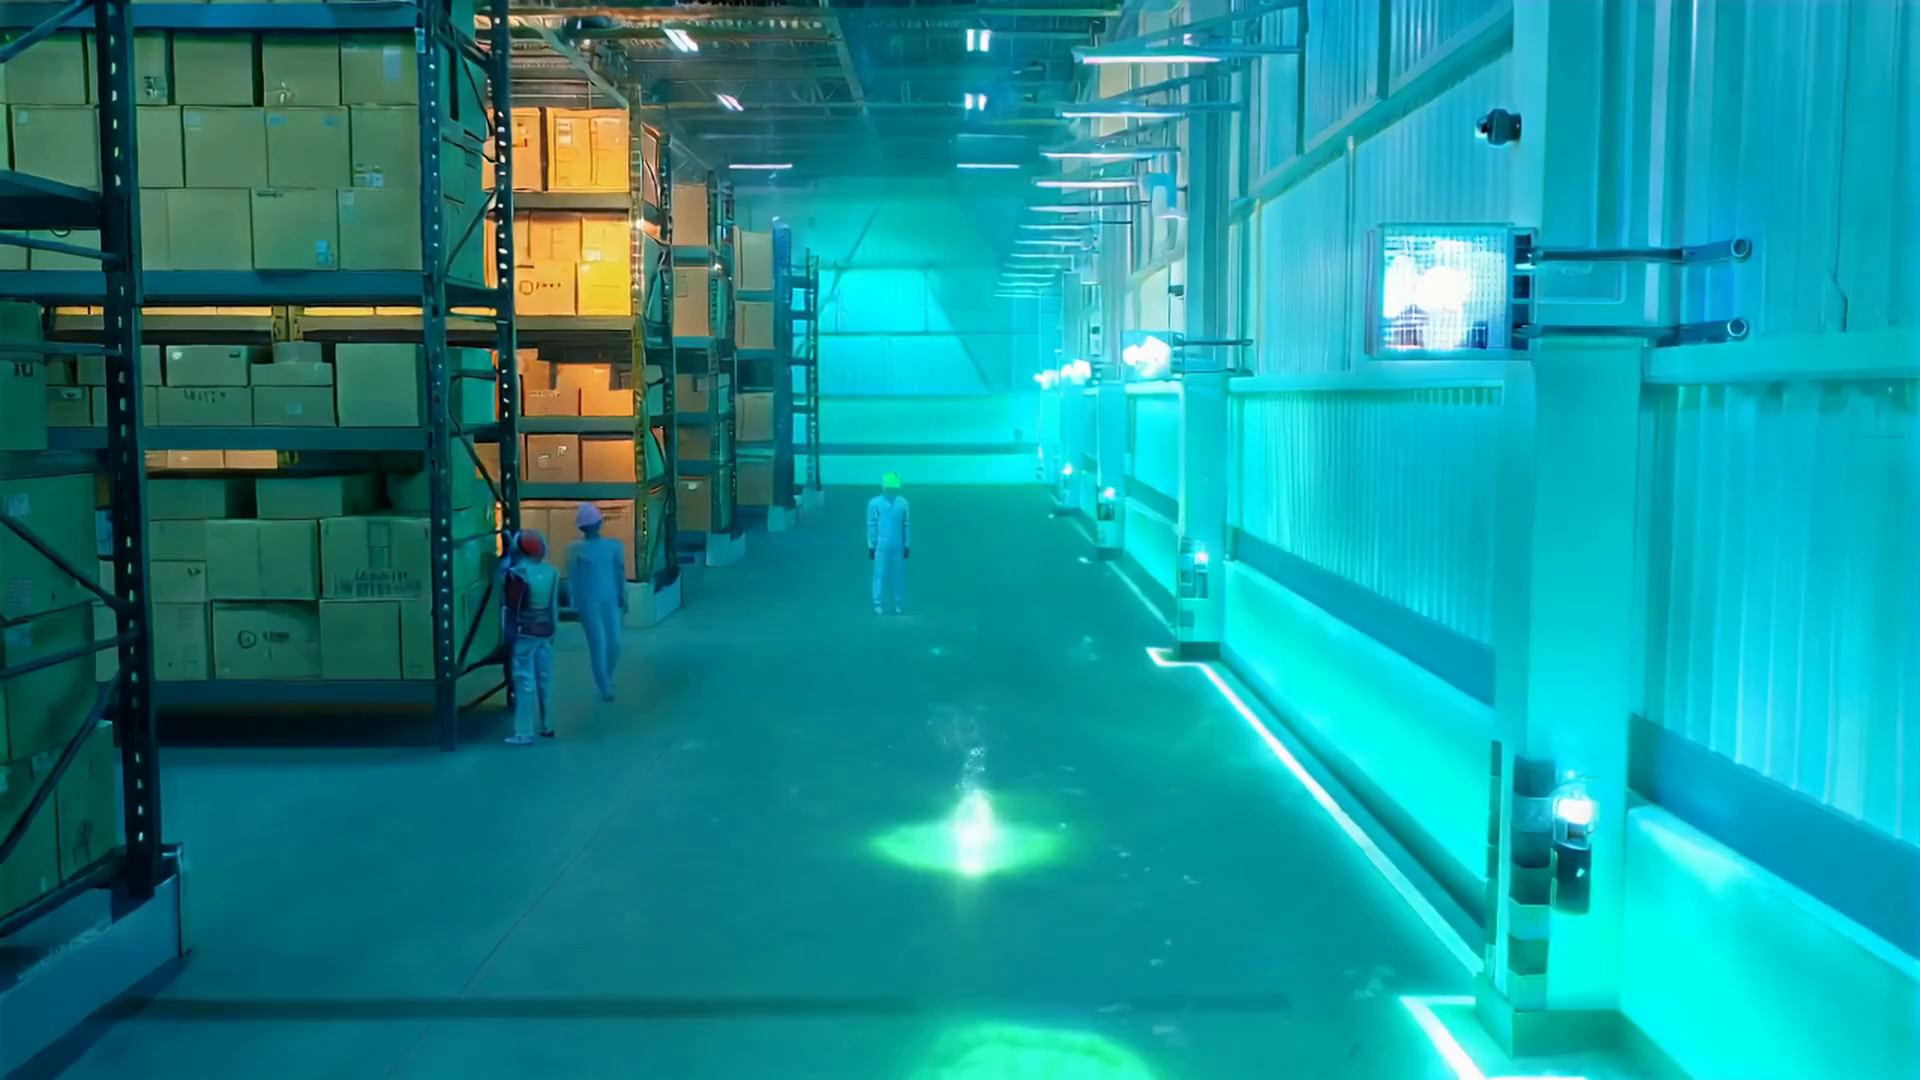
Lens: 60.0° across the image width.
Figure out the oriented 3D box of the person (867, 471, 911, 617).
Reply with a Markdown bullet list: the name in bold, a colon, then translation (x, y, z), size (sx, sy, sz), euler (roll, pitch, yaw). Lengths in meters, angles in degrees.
- **person**: translation (-0.837, 0.049, 19.875), size (0.565, 1.745, 0.349), euler (-3, 6, -30)

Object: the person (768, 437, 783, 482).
- **person**: translation (-4.800, -1.871, 42.447), size (0.795, 1.709, 0.479), euler (3, 6, 31)

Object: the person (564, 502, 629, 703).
- **person**: translation (-3.114, 0.529, 14.282), size (0.542, 1.733, 0.400), euler (-2, 5, -20)

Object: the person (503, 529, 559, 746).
- **person**: translation (-3.231, 0.732, 12.585), size (0.312, 1.632, 0.525), euler (3, 6, 30)
